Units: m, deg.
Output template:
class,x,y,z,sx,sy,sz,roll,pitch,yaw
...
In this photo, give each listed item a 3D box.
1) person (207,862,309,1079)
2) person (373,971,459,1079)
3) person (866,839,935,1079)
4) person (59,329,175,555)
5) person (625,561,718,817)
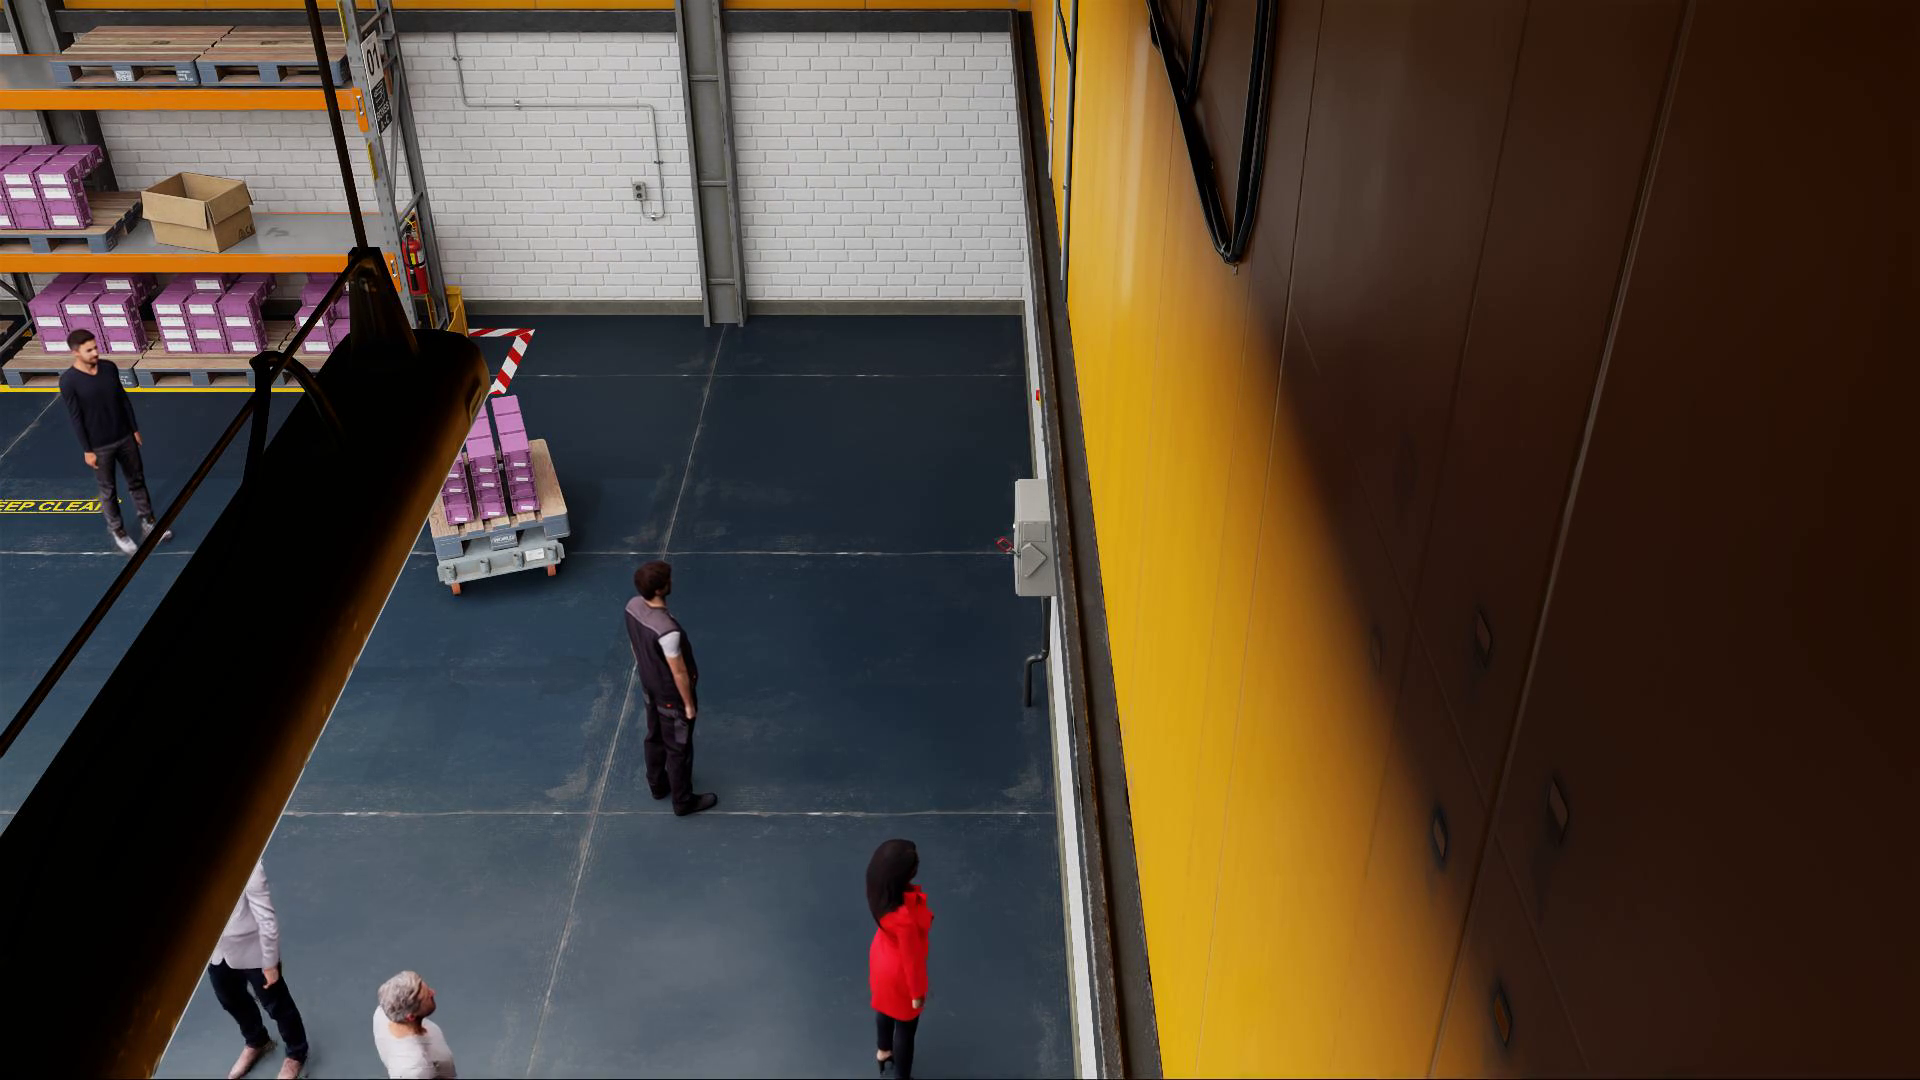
class,x,y,z,sx,sy,sz,roll,pitch,yaw
person,-3.694,2.075,8.594,0.611,1.846,0.802,9,35,13
person,-2.547,2.713,7.678,1.196,1.797,1.082,-23,40,-30
person,-0.321,2.192,8.506,0.726,1.748,0.715,-14,36,-20
person,-6.595,-0.782,12.873,0.742,1.867,0.720,20,39,28
person,-1.836,0.912,10.341,0.798,1.848,0.749,-27,42,-34
